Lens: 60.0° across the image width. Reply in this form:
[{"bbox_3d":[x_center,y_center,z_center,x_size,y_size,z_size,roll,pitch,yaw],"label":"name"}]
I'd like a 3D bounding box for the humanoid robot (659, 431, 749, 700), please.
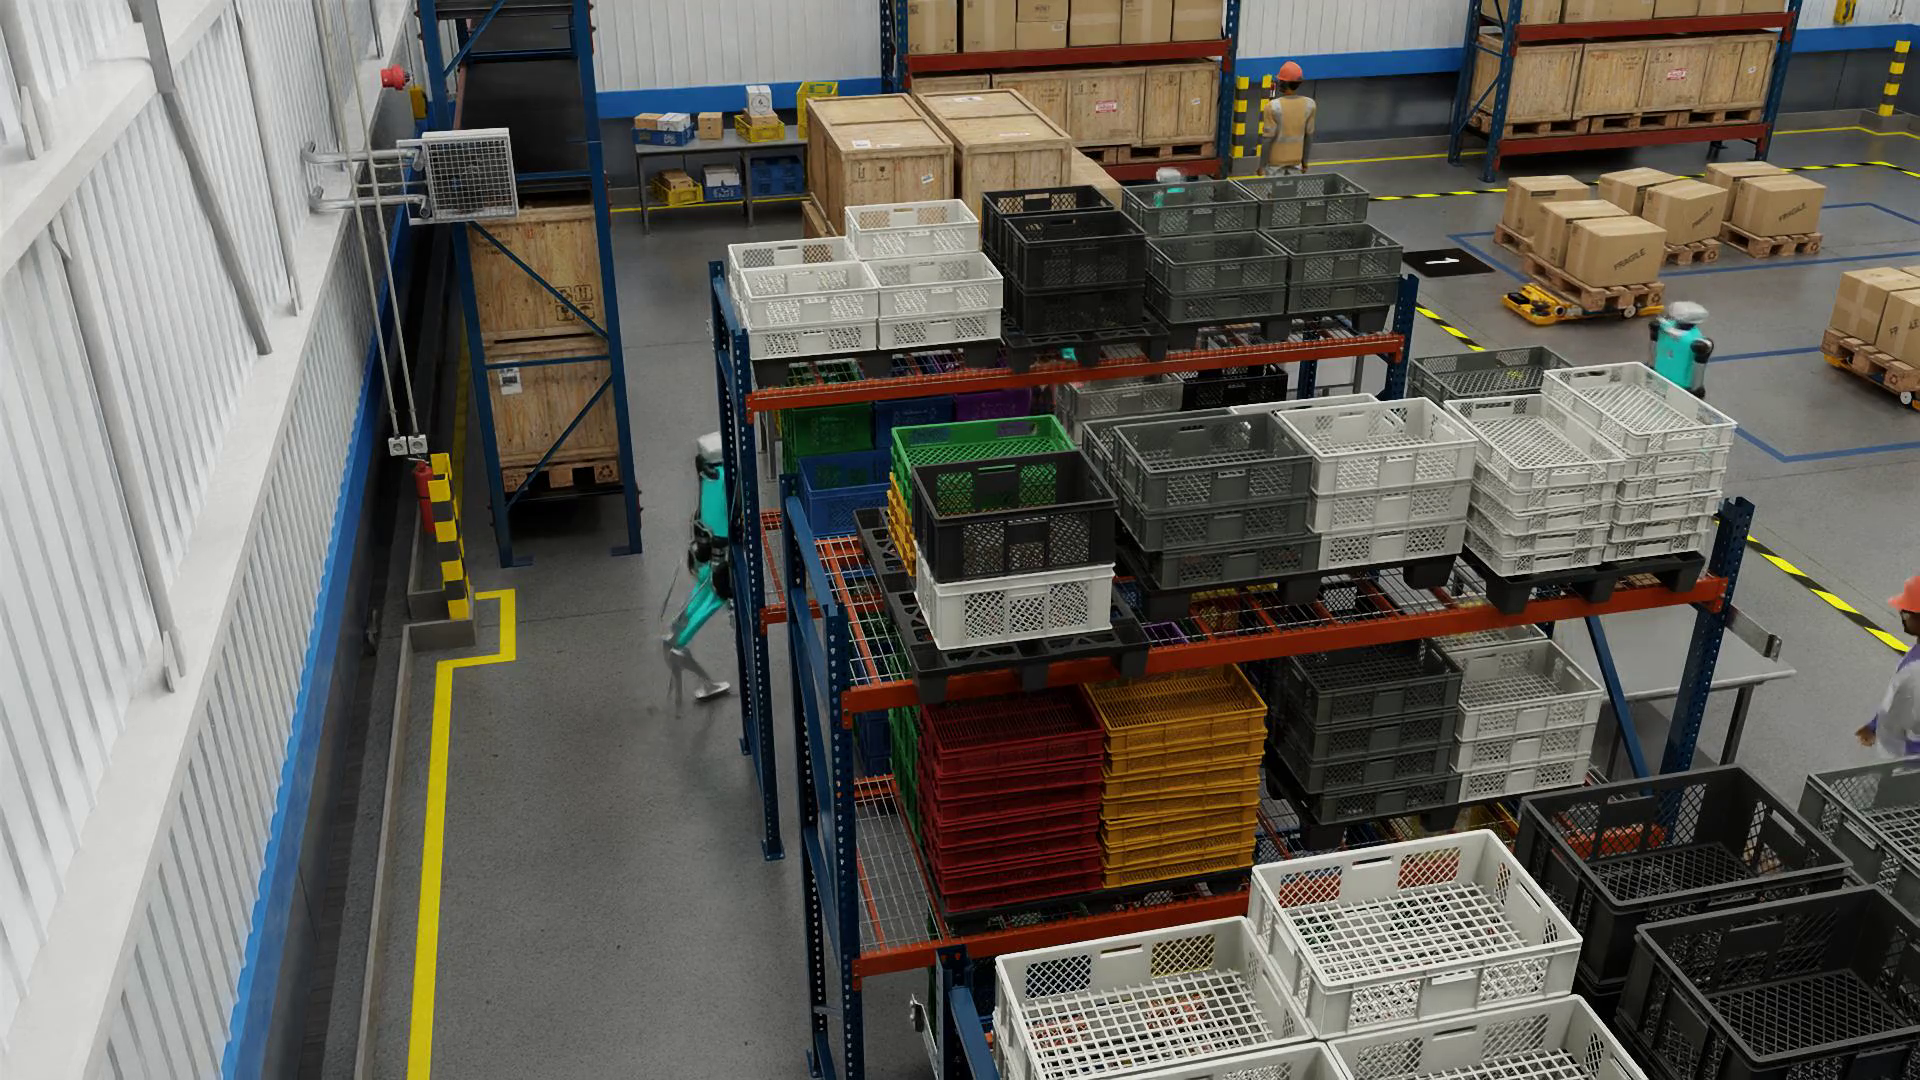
[{"bbox_3d":[-1.606,0.298,10.021,0.766,1.885,0.530,-18,33,-31],"label":"humanoid robot"}]

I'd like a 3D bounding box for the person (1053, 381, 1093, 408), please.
[{"bbox_3d":[0.602,-0.147,10.558,0.617,1.915,0.555,0,28,1],"label":"person"}]

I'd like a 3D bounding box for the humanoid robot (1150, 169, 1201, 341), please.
[{"bbox_3d":[2.070,-2.566,15.326,0.976,1.739,0.550,-8,29,-15],"label":"humanoid robot"}]

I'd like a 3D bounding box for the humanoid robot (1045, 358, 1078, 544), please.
[{"bbox_3d":[0.695,-0.490,11.463,0.354,1.652,0.611,-25,36,-38],"label":"humanoid robot"}]

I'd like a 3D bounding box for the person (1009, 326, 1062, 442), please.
[{"bbox_3d":[0.571,-0.615,11.534,0.503,1.837,0.339,3,28,5],"label":"person"}]

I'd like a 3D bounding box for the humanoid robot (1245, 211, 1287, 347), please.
[{"bbox_3d":[2.729,-2.092,14.508,0.364,1.649,0.588,-7,28,-12],"label":"humanoid robot"}]

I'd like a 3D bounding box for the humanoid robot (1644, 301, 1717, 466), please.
[{"bbox_3d":[5.367,-0.941,12.292,0.779,1.789,0.575,-12,30,-22],"label":"humanoid robot"}]

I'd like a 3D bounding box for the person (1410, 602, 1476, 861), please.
[{"bbox_3d":[2.480,1.024,8.534,0.448,1.718,0.507,-3,28,-6],"label":"person"}]

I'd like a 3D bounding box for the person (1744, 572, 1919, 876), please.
[{"bbox_3d":[4.586,1.024,8.278,1.080,1.972,0.627,18,33,30],"label":"person"}]

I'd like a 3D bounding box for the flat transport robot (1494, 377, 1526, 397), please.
[{"bbox_3d":[4.780,-1.036,14.013,0.659,0.231,1.431,-6,28,-12],"label":"flat transport robot"}]

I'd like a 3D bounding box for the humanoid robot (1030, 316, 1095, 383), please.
[{"bbox_3d":[0.740,-1.036,12.358,0.537,1.720,0.722,0,28,0],"label":"humanoid robot"}]

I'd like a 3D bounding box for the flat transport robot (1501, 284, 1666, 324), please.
[{"bbox_3d":[6.223,-2.406,16.581,1.431,0.197,0.652,-6,28,-12],"label":"flat transport robot"}]

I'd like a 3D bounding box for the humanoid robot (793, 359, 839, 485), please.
[{"bbox_3d":[-0.720,-0.456,11.429,0.789,1.847,0.548,-19,33,-31],"label":"humanoid robot"}]

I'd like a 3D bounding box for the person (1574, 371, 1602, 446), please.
[{"bbox_3d":[3.978,-0.240,10.801,0.667,1.855,0.956,-24,36,-37],"label":"person"}]

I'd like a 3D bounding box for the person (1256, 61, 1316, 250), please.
[{"bbox_3d":[3.491,-4.126,17.976,0.614,2.040,0.379,-9,29,-16],"label":"person"}]

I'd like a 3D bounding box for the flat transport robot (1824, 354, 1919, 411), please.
[{"bbox_3d":[8.473,-1.467,14.800,0.652,0.197,1.431,-6,28,-12],"label":"flat transport robot"}]
